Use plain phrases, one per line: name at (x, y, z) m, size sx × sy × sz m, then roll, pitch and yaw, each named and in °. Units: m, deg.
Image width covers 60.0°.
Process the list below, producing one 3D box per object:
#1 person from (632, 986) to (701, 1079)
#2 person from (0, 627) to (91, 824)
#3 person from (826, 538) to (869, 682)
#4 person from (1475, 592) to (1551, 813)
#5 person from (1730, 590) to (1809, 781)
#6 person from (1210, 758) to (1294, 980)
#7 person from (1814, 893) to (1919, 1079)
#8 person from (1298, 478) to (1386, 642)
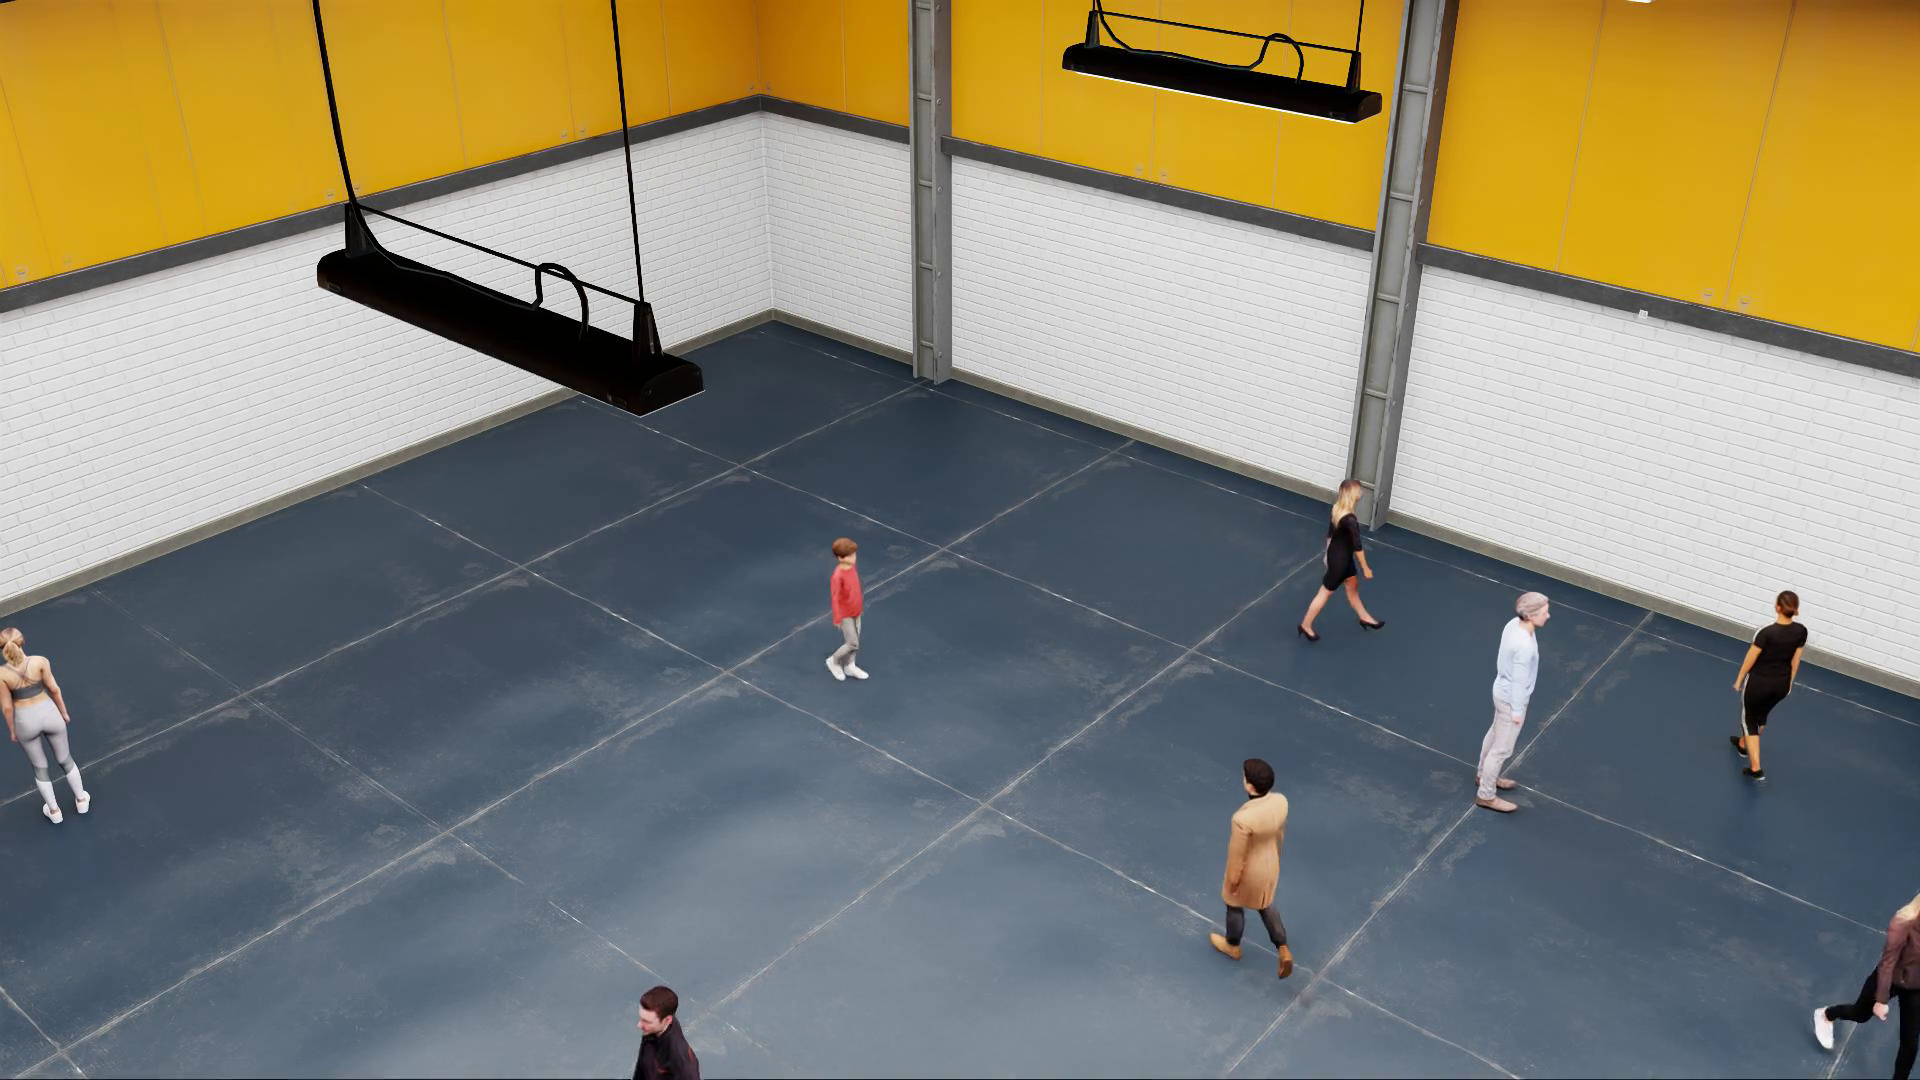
person at (-1.548, 3.201, 9.319) m, size 1.058 × 1.874 × 1.157 m, roll -12°, pitch 31°, yaw -21°
person at (-7.086, 1.410, 12.782) m, size 0.620 × 1.703 × 0.596 m, roll -20°, pitch 34°, yaw -32°
person at (-1.036, 0.600, 14.574) m, size 0.656 × 1.409 × 0.596 m, roll 11°, pitch 30°, yaw 19°
person at (4.278, 1.227, 12.923) m, size 0.703 × 1.890 × 0.721 m, roll 8°, pitch 30°, yaw 14°
person at (6.461, 1.173, 13.270) m, size 0.961 × 1.652 × 1.010 m, roll -2°, pitch 29°, yaw -4°
person at (2.044, 2.245, 11.245) m, size 0.831 × 1.709 × 1.034 m, roll -17°, pitch 33°, yaw -28°
person at (5.799, 2.731, 10.395) m, size 1.073 × 1.669 × 1.163 m, roll -3°, pitch 29°, yaw -6°
person at (3.344, 0.229, 15.022) m, size 1.087 × 1.632 × 0.984 m, roll -1°, pitch 29°, yaw -1°
